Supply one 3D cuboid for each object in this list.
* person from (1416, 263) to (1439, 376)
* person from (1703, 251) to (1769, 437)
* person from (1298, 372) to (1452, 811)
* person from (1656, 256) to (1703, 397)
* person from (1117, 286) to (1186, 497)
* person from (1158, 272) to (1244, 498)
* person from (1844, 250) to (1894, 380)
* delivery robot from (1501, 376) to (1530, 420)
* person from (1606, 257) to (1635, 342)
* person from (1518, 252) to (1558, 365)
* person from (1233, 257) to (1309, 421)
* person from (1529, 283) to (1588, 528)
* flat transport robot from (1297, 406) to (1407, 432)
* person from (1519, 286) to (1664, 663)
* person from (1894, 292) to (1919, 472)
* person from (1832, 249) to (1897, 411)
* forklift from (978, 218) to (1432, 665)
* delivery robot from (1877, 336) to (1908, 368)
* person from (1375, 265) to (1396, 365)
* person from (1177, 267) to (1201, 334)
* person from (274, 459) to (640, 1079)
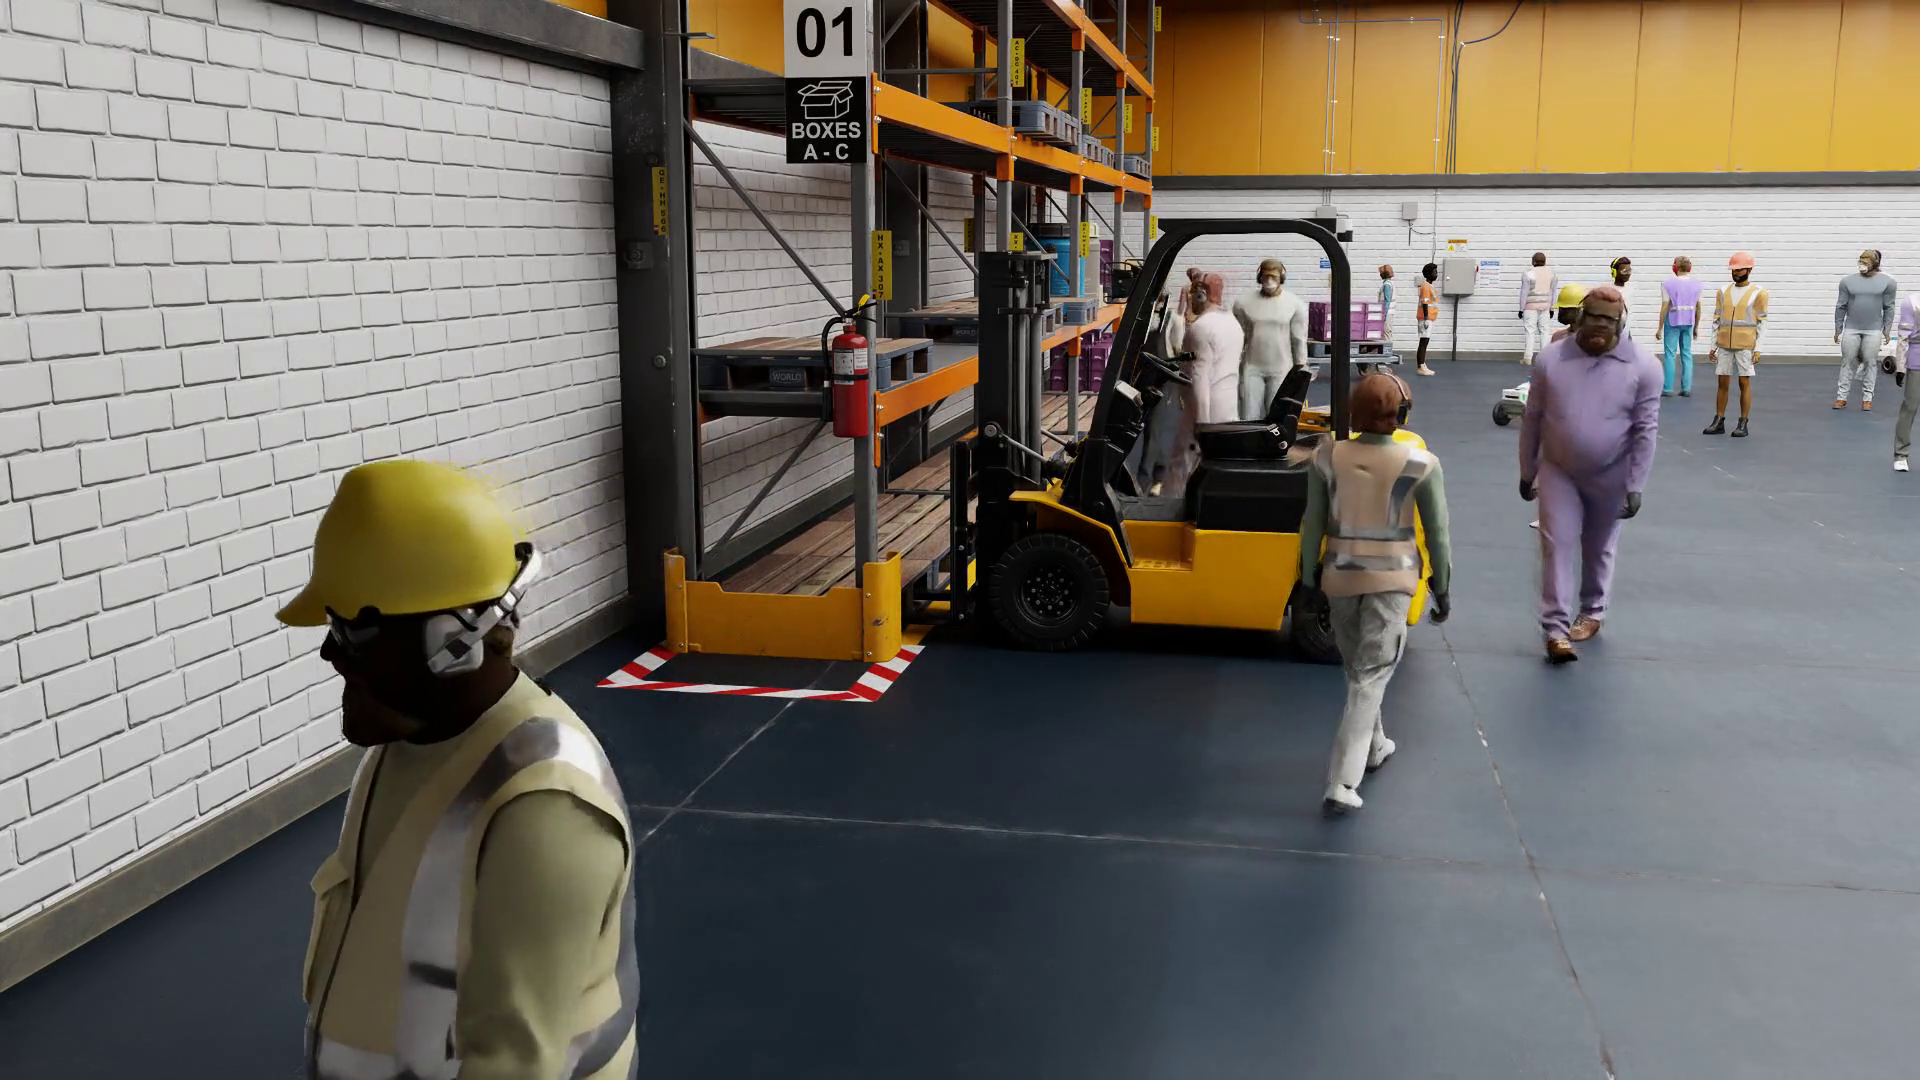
[{"bbox_3d":[7.060,-3.324,25.114,0.317,1.696,0.539,4,11,21],"label":"person"},{"bbox_3d":[8.147,-2.051,17.469,0.358,1.936,0.552,-9,14,-40],"label":"person"},{"bbox_3d":[1.536,0.177,6.204,0.539,1.596,0.870,7,12,33],"label":"person"},{"bbox_3d":[9.405,-2.784,21.742,0.570,1.843,0.372,-1,10,-8],"label":"person"},{"bbox_3d":[1.462,-1.180,13.070,0.534,1.793,0.977,6,12,28],"label":"person"},{"bbox_3d":[1.654,-0.894,11.361,1.014,1.848,0.672,8,13,36],"label":"person"},{"bbox_3d":[13.203,-3.253,24.146,0.627,1.902,0.497,1,10,8],"label":"person"},{"bbox_3d":[6.319,-1.567,18.355,0.707,0.478,0.477,-7,12,-33],"label":"delivery robot"},{"bbox_3d":[7.314,-2.210,18.531,0.514,1.872,0.328,-6,12,-28],"label":"person"},{"bbox_3d":[9.459,-3.793,27.292,0.634,1.839,0.429,-1,10,-7],"label":"person"},{"bbox_3d":[2.560,-1.382,13.824,0.648,1.924,0.438,3,11,18],"label":"person"},{"bbox_3d":[4.303,-0.919,11.742,0.321,1.765,0.533,-4,11,-21],"label":"person"},{"bbox_3d":[4.200,-1.340,18.140,1.431,0.197,0.652,-10,14,-42],"label":"flat transport robot"},{"bbox_3d":[3.127,-0.336,8.321,0.656,1.858,0.938,5,11,24],"label":"person"},{"bbox_3d":[8.652,-1.556,14.805,0.590,1.920,0.386,1,10,8],"label":"person"},{"bbox_3d":[10.911,-2.529,20.096,0.633,1.936,0.355,7,13,34],"label":"person"},{"bbox_3d":[1.285,-0.567,8.635,2.313,2.155,1.214,2,11,11],"label":"forklift"},{"bbox_3d":[14.392,-2.895,25.634,0.477,0.478,0.707,-1,10,-6],"label":"delivery robot"},{"bbox_3d":[6.985,-3.688,27.266,0.311,1.640,0.512,3,11,16],"label":"person"},{"bbox_3d":[3.574,-3.330,25.325,0.559,1.630,0.370,-3,11,-18],"label":"person"},{"bbox_3d":[-0.642,0.801,2.146,0.457,1.821,0.611,-8,13,-37],"label":"person"}]
